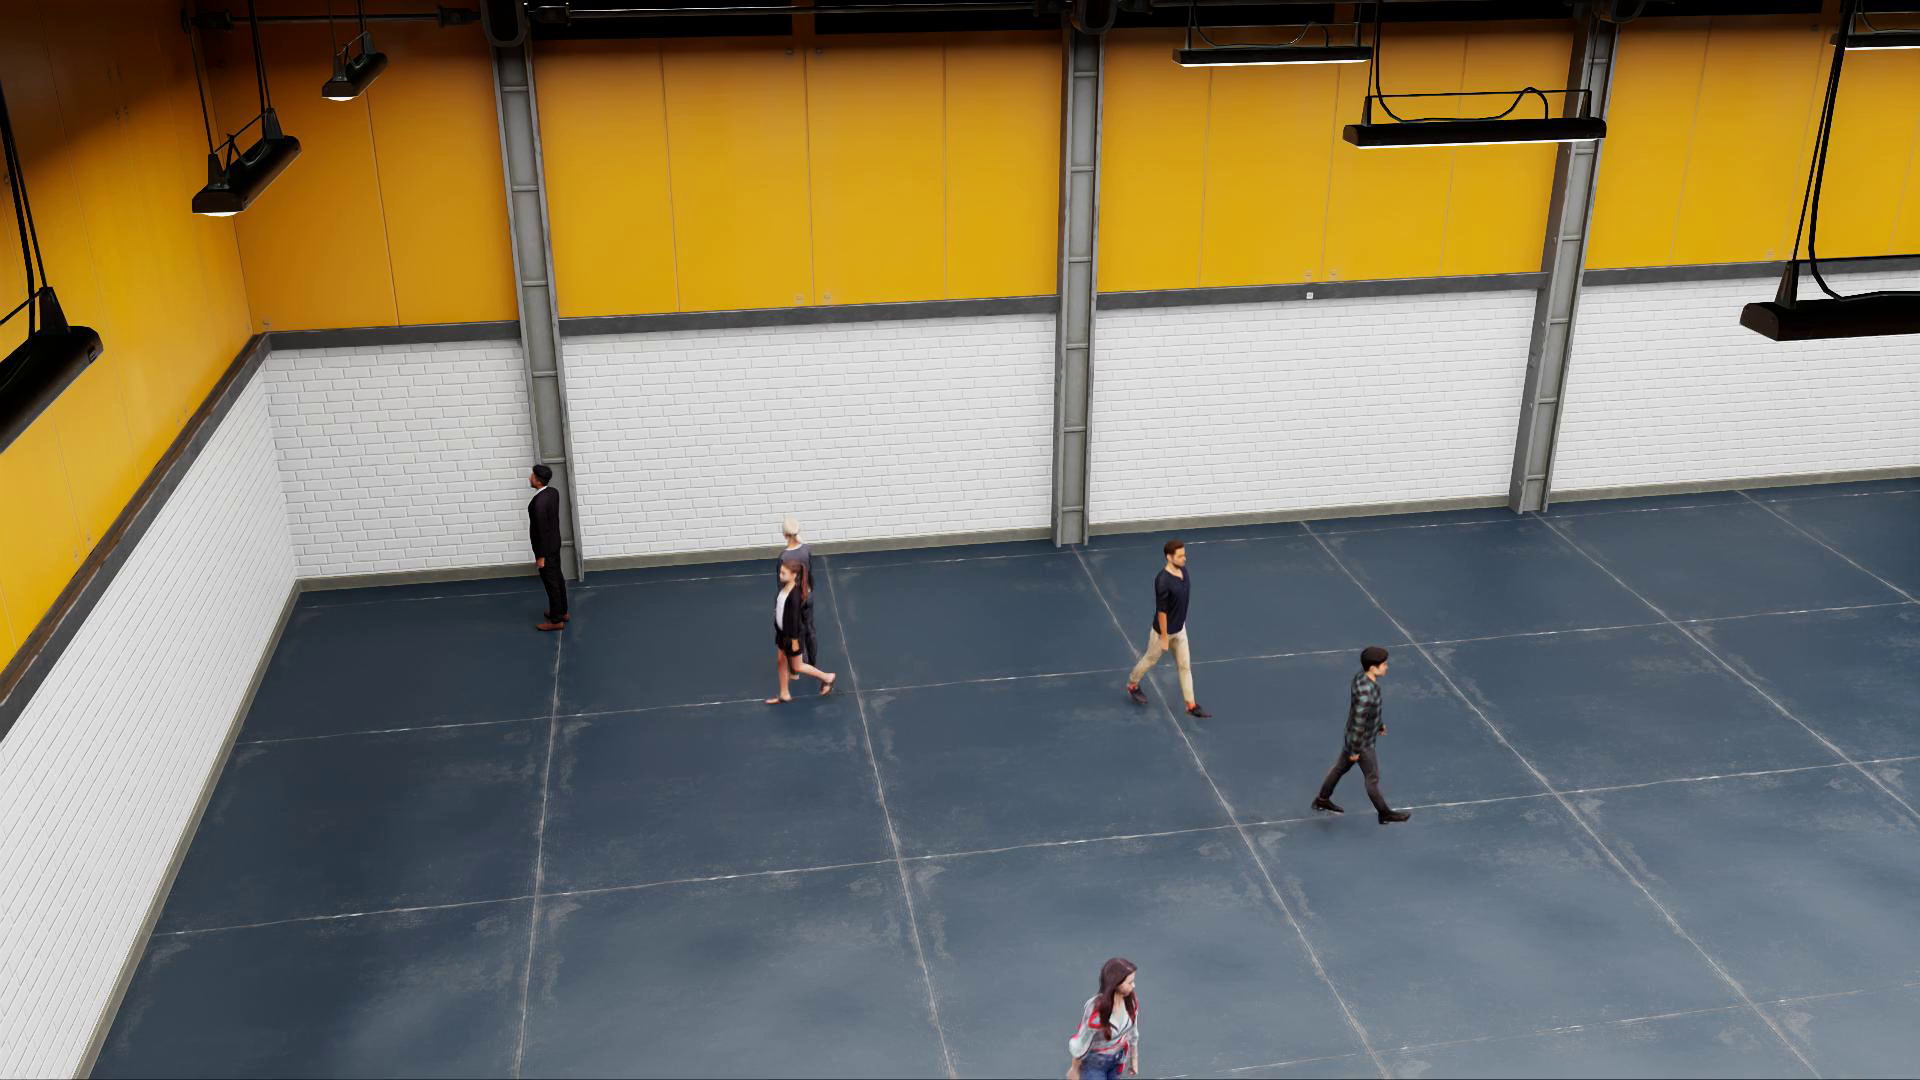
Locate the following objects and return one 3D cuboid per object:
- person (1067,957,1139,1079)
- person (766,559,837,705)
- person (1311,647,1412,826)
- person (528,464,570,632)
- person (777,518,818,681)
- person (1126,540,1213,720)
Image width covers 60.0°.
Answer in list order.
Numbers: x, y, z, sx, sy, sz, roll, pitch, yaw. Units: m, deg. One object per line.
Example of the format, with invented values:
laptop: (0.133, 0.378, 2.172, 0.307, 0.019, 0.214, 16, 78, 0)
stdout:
person: (0.851, 3.340, 10.689, 0.709, 1.582, 0.796, -13, 27, -27)
person: (-1.589, 0.898, 16.328, 0.968, 1.540, 0.675, -10, 25, -21)
person: (3.337, 1.649, 14.169, 1.153, 1.682, 0.916, 4, 24, 8)
person: (-4.407, 0.059, 17.820, 0.640, 1.883, 0.744, 1, 24, 3)
person: (-1.655, 0.577, 16.829, 0.745, 1.727, 0.649, 21, 31, 40)
person: (1.934, 0.843, 16.114, 1.206, 1.812, 1.207, 19, 30, 36)
